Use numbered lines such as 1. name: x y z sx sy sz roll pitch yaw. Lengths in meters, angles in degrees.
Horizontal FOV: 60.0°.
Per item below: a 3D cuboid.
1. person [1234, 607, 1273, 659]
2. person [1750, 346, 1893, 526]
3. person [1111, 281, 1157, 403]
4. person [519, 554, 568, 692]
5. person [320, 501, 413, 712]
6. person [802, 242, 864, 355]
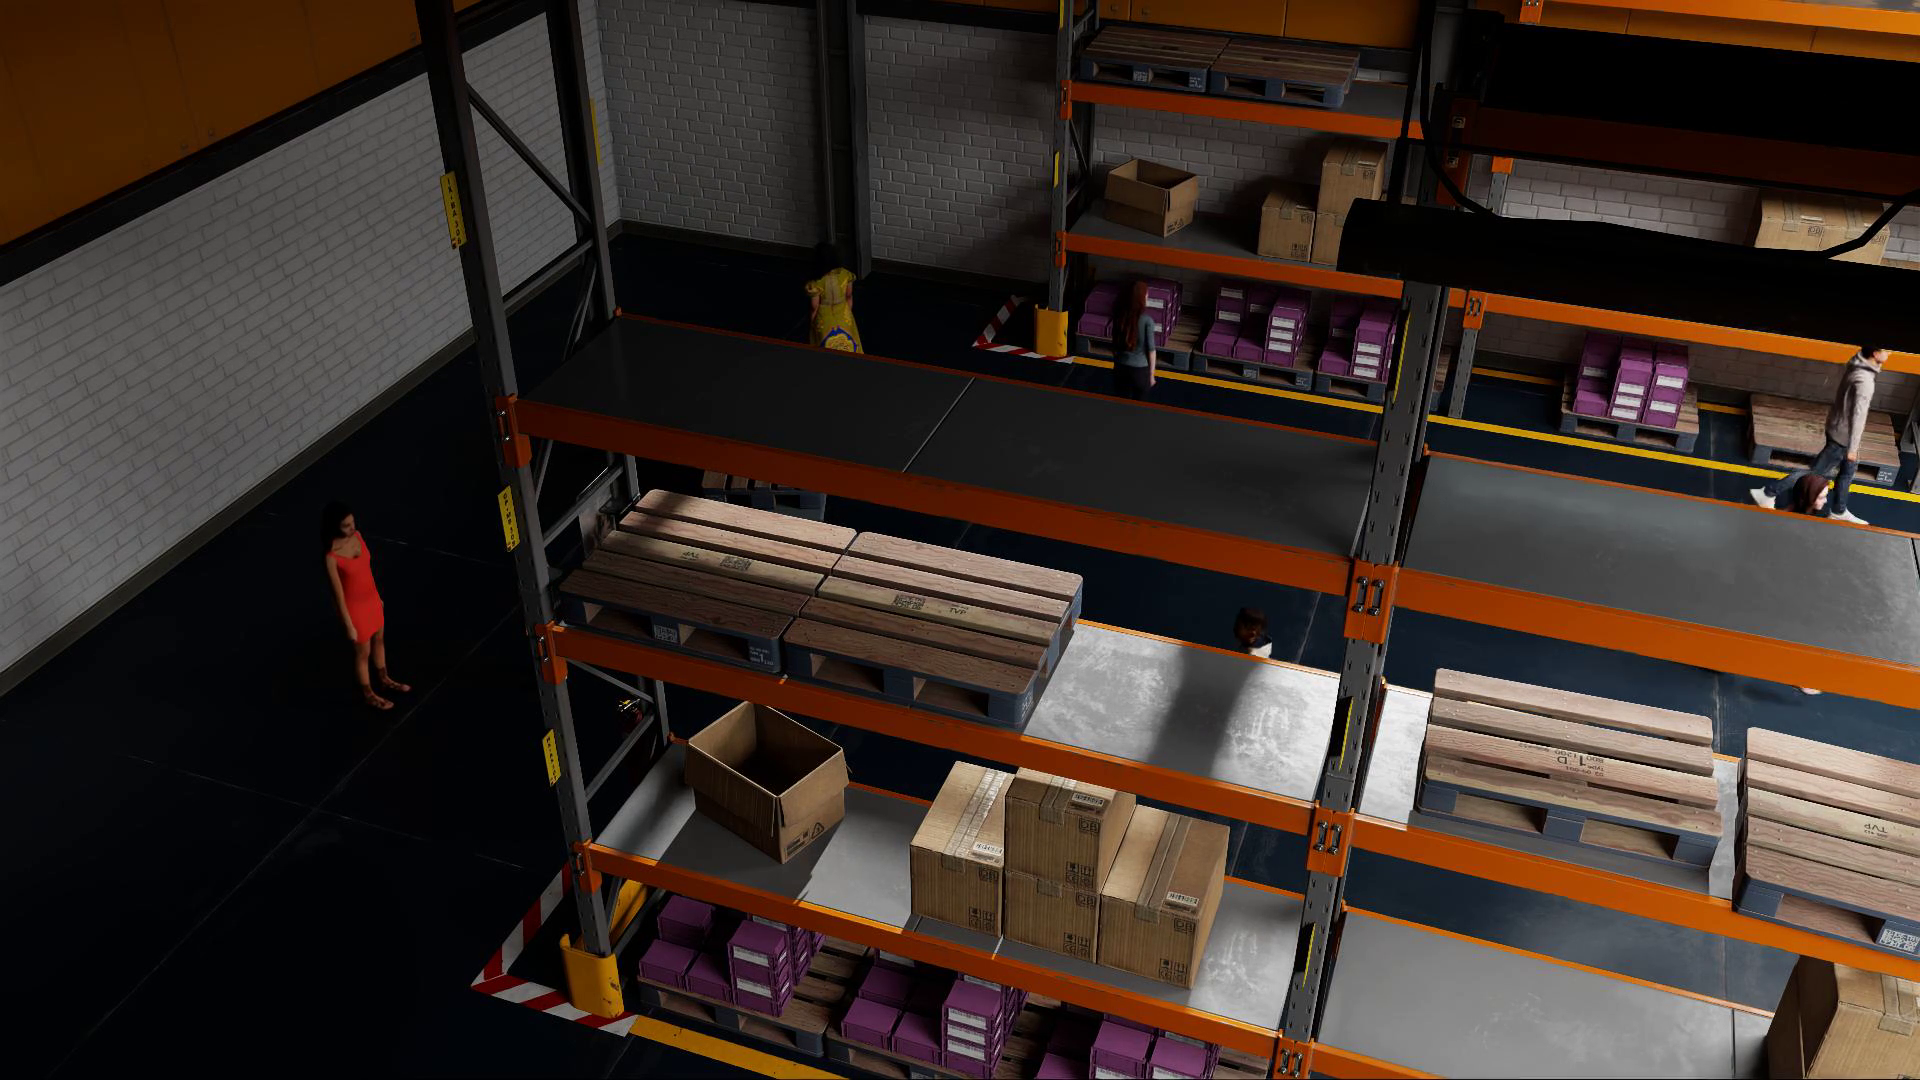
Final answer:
1. person: 2.001 1.069 11.173 0.873 1.434 0.747 -2 34 -2
2. person: 7.216 -0.907 13.799 1.195 1.819 0.693 13 36 18
3. person: 1.523 -1.478 14.727 0.569 1.742 0.699 23 40 30
4. person: -3.059 0.536 12.124 0.516 1.269 0.481 13 36 18
5. person: -4.289 0.465 11.826 0.580 1.718 0.615 7 34 10
6. person: -1.216 -2.020 15.617 0.999 1.660 1.030 -19 38 -27
